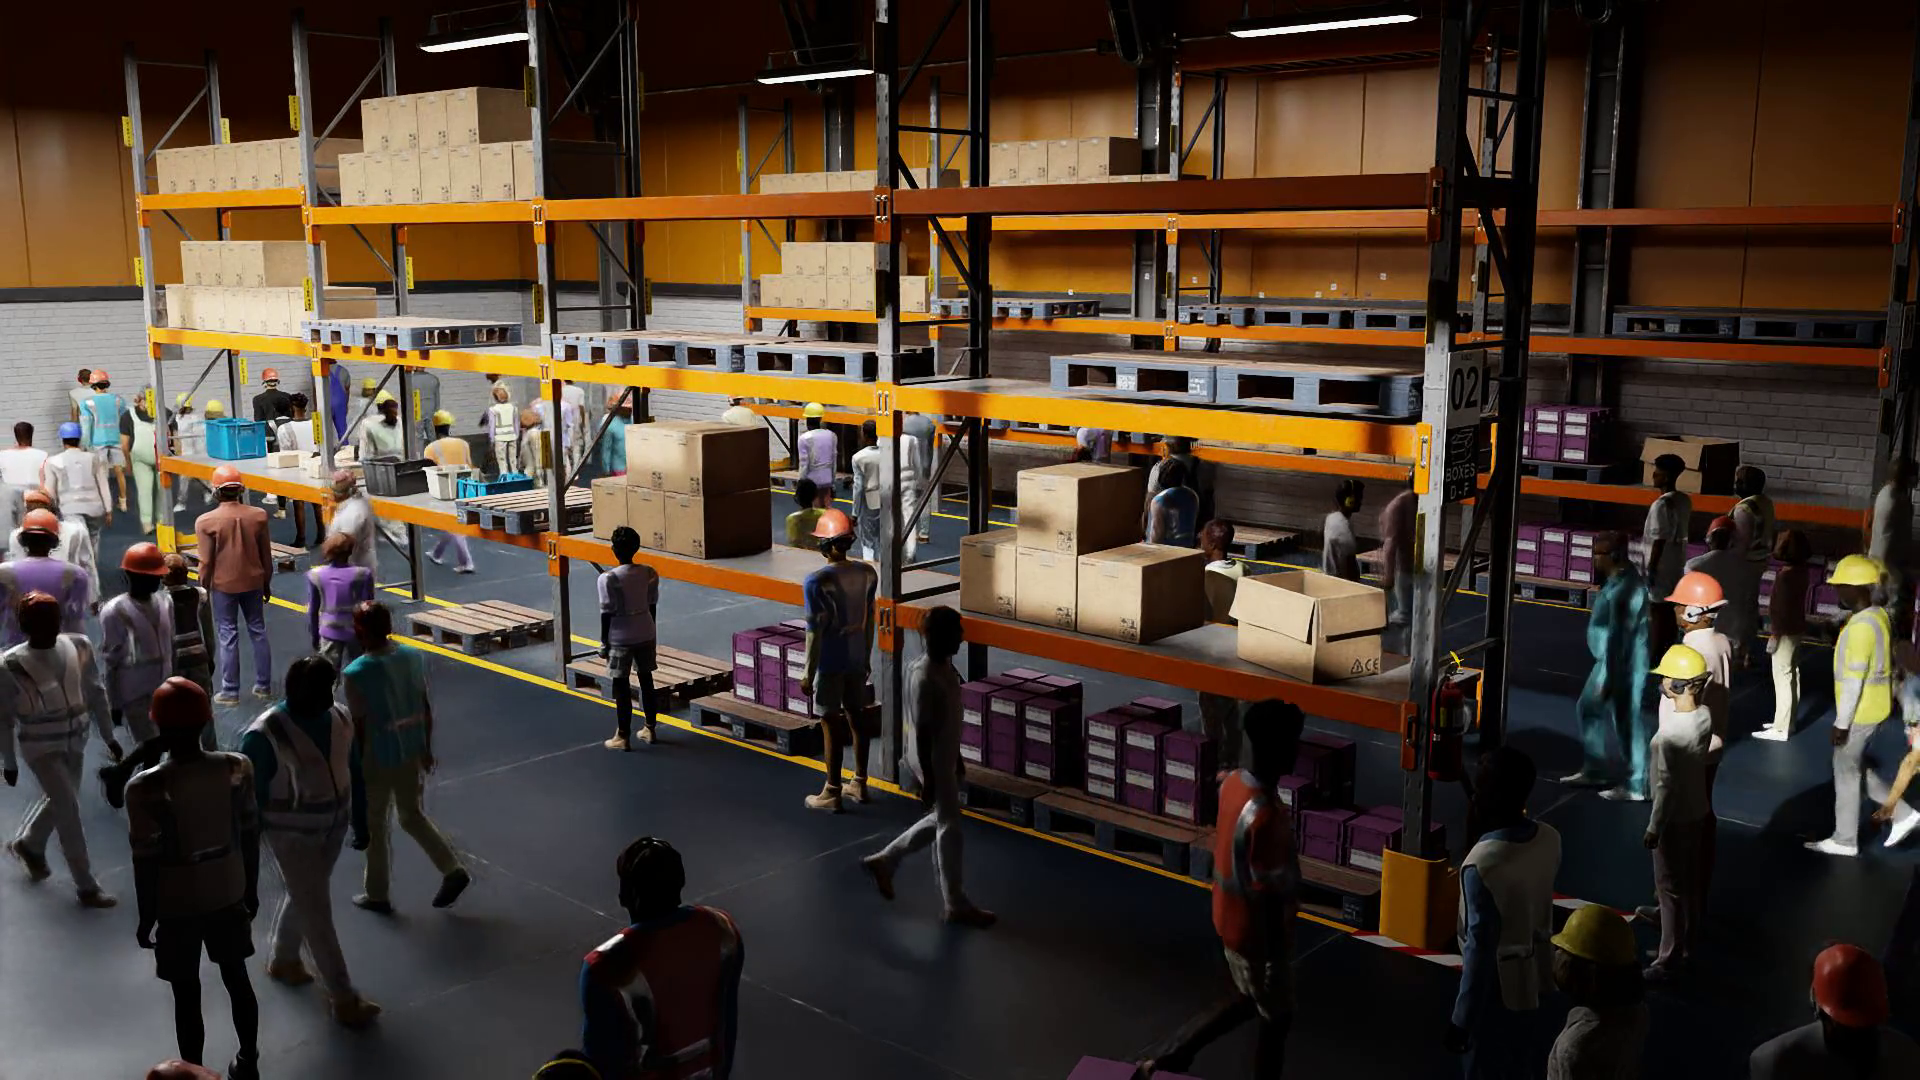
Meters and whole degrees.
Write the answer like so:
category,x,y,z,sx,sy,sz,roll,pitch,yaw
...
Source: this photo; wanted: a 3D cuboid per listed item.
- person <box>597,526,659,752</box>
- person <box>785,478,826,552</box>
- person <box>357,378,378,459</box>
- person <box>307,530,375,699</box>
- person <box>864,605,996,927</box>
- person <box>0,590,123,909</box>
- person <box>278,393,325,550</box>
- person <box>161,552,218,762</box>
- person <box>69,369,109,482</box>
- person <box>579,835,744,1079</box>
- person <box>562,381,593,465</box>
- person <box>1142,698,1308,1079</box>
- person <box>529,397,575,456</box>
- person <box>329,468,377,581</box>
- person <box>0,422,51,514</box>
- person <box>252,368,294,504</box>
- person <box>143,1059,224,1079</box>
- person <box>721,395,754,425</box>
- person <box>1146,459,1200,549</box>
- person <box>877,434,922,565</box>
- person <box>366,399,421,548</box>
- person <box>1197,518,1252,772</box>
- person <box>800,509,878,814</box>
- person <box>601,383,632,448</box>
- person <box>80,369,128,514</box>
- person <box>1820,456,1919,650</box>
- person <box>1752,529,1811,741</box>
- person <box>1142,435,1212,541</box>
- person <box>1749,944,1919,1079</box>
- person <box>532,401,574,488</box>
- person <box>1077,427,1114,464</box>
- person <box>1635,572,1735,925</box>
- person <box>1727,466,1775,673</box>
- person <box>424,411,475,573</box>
category,x,y,z,sx,sy,sz,roll,pitch,yaw
person,-2.486,0.739,12.487,0.318,1.697,0.535,9,13,41
person,-1.331,0.270,15.221,0.470,1.660,0.536,8,13,39
person,-9.335,-1.714,26.284,0.661,1.720,0.493,4,11,22
person,-4.745,0.736,12.740,0.522,1.616,0.740,-1,10,-4
person,-0.170,1.244,9.253,0.715,1.830,0.526,2,10,10
person,-5.289,1.172,9.627,0.952,1.851,0.617,5,11,26
person,-8.184,-0.853,20.727,0.367,1.966,0.607,9,13,41
person,-5.510,0.895,11.763,0.309,1.641,0.514,9,13,41
person,-13.786,-1.792,26.374,0.390,1.846,0.565,9,13,41
person,-1.021,1.884,5.603,0.429,1.844,0.625,9,13,41
person,-6.625,-2.265,28.793,0.421,1.941,0.636,7,12,35
person,1.172,1.600,6.917,0.665,1.947,0.614,-1,10,-5
person,-5.992,-1.436,24.351,0.642,1.856,0.986,-6,12,-30
person,-5.285,0.291,14.551,0.455,1.876,0.716,-2,10,-9
person,-10.323,-0.373,18.363,0.612,1.859,1.076,-2,10,-11
person,-10.077,-1.526,24.451,0.382,1.995,0.612,9,13,41
person,-1.656,2.119,3.690,0.370,2.048,0.607,9,13,41
person,-3.327,-1.373,24.371,0.866,1.704,0.590,8,13,39
person,1.916,0.174,15.268,0.429,1.846,0.625,9,13,41
person,-0.714,-0.615,19.807,0.632,1.832,0.988,-3,10,-16
person,-7.125,-0.846,20.968,0.969,1.858,0.612,8,13,40
person,1.787,0.798,11.517,0.392,1.922,0.591,9,13,41
person,-0.828,0.806,11.128,0.379,2.044,0.607,9,13,41
person,-6.032,-2.341,29.343,0.899,1.913,0.645,6,12,32
person,-12.108,-1.394,23.554,0.370,2.048,0.607,9,13,41
person,8.323,0.180,15.048,0.827,1.917,0.652,6,12,29
person,6.322,0.721,12.756,0.280,1.636,0.500,9,13,41
person,2.194,-0.226,16.970,0.697,2.000,1.048,-6,12,-31
person,2.698,2.039,5.142,0.567,1.696,0.913,-1,10,-6
person,-5.805,-1.347,23.750,0.583,1.887,0.554,-1,10,-7
person,1.629,-0.797,20.457,0.391,1.948,0.605,9,13,41
person,4.053,1.163,9.247,0.382,1.995,0.612,9,13,41
person,6.957,0.258,14.794,0.429,1.846,0.625,9,13,41
person,-5.998,-0.570,19.402,1.037,1.867,0.606,7,12,34
